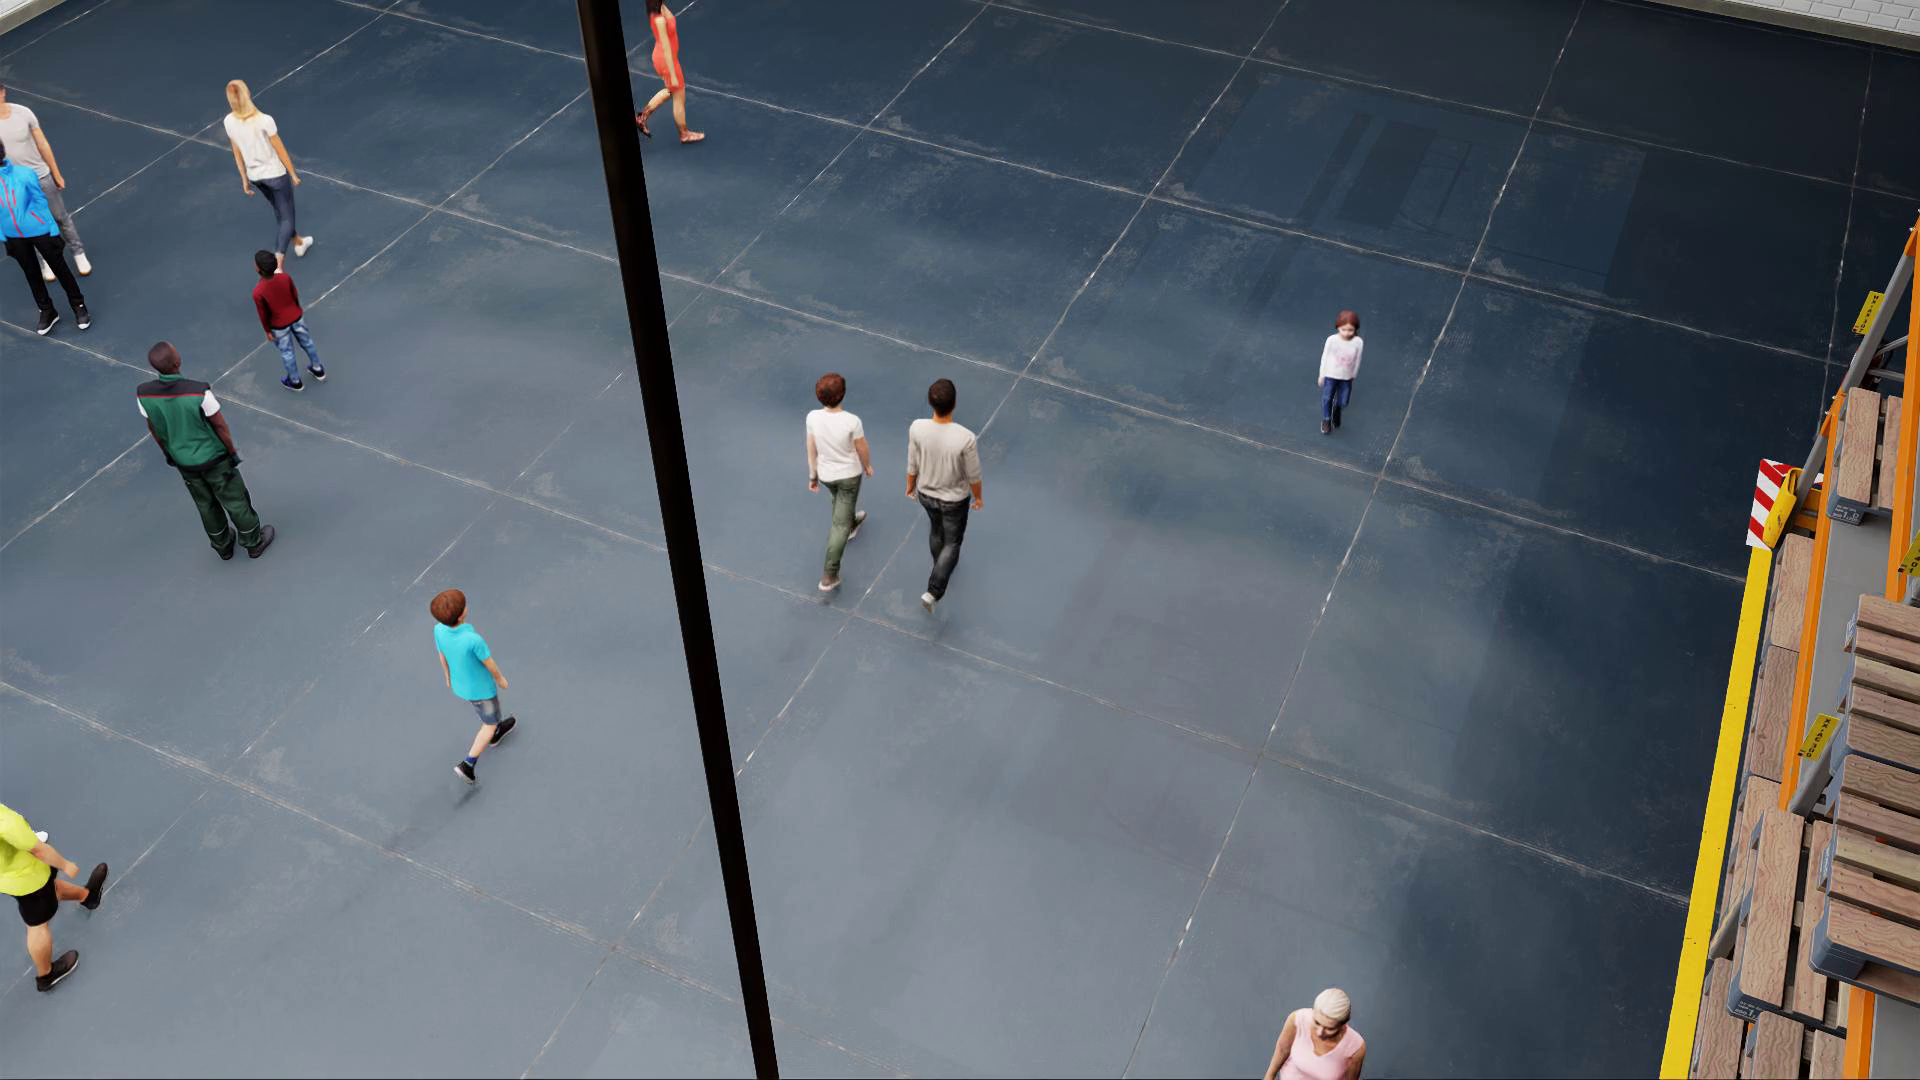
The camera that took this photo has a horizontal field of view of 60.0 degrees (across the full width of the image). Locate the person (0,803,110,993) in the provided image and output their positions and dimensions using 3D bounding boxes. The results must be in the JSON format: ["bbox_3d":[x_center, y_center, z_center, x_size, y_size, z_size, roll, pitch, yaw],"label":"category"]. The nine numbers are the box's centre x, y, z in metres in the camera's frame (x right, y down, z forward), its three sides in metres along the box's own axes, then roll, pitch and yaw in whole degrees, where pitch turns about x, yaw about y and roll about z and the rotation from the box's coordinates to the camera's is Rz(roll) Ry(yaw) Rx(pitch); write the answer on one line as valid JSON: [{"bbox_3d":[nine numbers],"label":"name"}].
[{"bbox_3d":[-5.203,1.866,9.083,0.712,1.672,1.023,14,45,14],"label":"person"}]

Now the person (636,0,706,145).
[{"bbox_3d":[-2.849,-4.491,15.732,0.982,1.704,0.936,-12,45,-13],"label":"person"}]

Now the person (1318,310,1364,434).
[{"bbox_3d":[2.923,-1.324,12.844,0.495,1.103,0.537,7,44,7],"label":"person"}]

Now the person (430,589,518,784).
[{"bbox_3d":[-3.049,0.907,10.263,0.563,1.434,0.862,21,48,21],"label":"person"}]

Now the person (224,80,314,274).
[{"bbox_3d":[-5.890,-3.014,14.128,0.825,1.779,1.194,5,44,5],"label":"person"}]

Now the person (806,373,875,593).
[{"bbox_3d":[-0.853,-0.382,11.482,0.639,1.617,1.155,12,45,13],"label":"person"}]

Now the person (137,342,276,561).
[{"bbox_3d":[-5.270,-0.602,11.552,0.773,1.839,0.764,0,44,0],"label":"person"}]

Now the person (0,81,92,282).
[{"bbox_3d":[-7.925,-3.099,14.135,0.726,1.893,0.795,-16,46,-16],"label":"person"}]

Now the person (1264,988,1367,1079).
[{"bbox_3d":[1.781,2.653,8.243,0.732,1.691,1.121,28,50,26],"label":"person"}]

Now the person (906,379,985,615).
[{"bbox_3d":[-0.132,-0.254,11.224,0.734,1.788,0.969,13,45,14],"label":"person"}]

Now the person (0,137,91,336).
[{"bbox_3d":[-7.608,-2.529,13.604,0.704,1.799,0.737,-9,44,-9],"label":"person"}]

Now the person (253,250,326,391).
[{"bbox_3d":[-5.353,-1.753,13.184,0.604,1.254,0.484,29,51,27],"label":"person"}]
